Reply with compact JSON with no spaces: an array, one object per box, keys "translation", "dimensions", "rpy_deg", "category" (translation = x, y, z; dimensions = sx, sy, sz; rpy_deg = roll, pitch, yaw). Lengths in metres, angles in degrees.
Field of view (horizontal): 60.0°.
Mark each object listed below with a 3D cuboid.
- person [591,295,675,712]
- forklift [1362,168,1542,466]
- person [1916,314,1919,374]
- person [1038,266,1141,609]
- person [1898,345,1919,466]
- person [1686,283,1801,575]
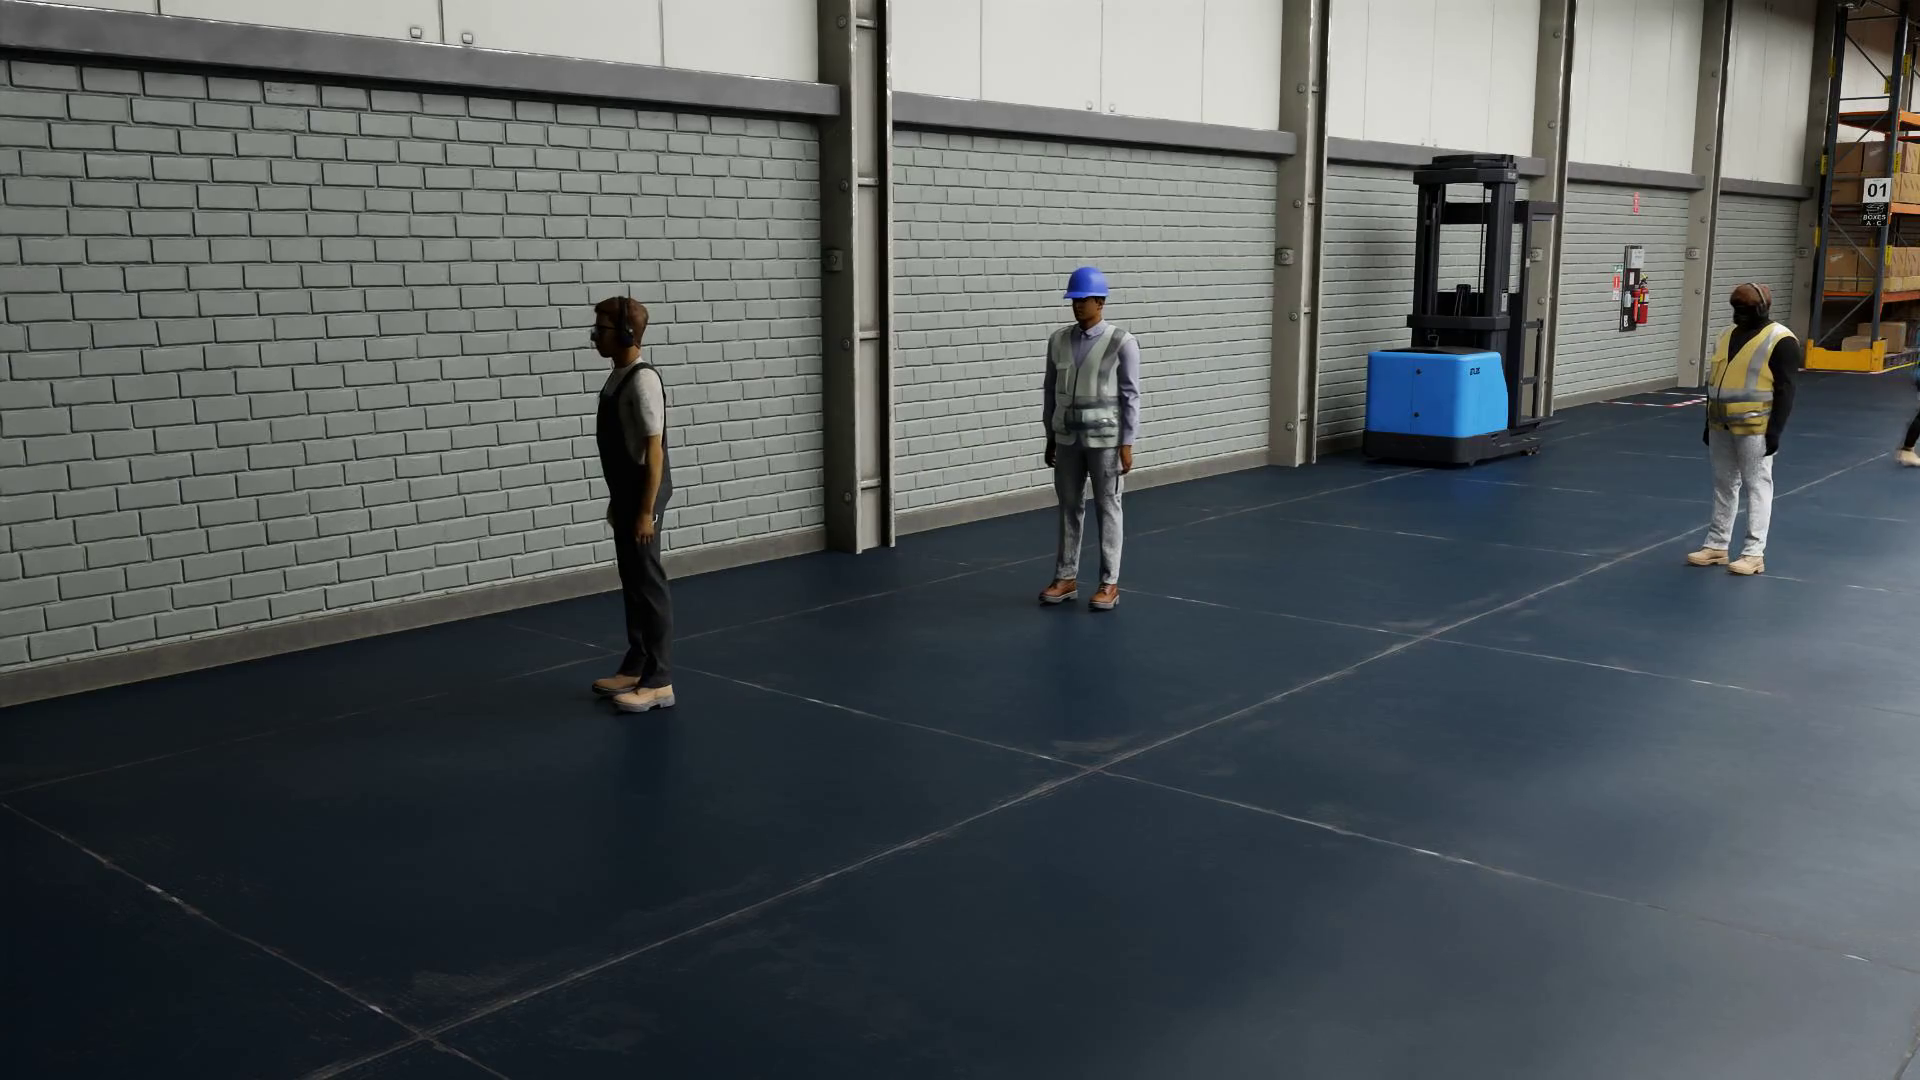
[{"translation":[-1.470,-0.164,7.449],"dimensions":[0.351,1.847,0.507],"rpy_deg":[-5,11,-25],"category":"person"},{"translation":[4.875,-2.212,16.287],"dimensions":[1.129,2.768,1.873],"rpy_deg":[8,13,40],"category":"forklift"},{"translation":[15.815,-3.485,26.975],"dimensions":[0.508,1.629,0.315],"rpy_deg":[1,10,3],"category":"person"},{"translation":[0.738,-0.582,9.537],"dimensions":[0.605,1.949,0.402],"rpy_deg":[7,12,35],"category":"person"},{"translation":[9.342,-1.524,15.738],"dimensions":[0.873,1.654,0.551],"rpy_deg":[1,10,3],"category":"person"},{"translation":[4.987,-0.714,10.613],"dimensions":[0.430,1.838,0.619],"rpy_deg":[-4,11,-20],"category":"person"}]
